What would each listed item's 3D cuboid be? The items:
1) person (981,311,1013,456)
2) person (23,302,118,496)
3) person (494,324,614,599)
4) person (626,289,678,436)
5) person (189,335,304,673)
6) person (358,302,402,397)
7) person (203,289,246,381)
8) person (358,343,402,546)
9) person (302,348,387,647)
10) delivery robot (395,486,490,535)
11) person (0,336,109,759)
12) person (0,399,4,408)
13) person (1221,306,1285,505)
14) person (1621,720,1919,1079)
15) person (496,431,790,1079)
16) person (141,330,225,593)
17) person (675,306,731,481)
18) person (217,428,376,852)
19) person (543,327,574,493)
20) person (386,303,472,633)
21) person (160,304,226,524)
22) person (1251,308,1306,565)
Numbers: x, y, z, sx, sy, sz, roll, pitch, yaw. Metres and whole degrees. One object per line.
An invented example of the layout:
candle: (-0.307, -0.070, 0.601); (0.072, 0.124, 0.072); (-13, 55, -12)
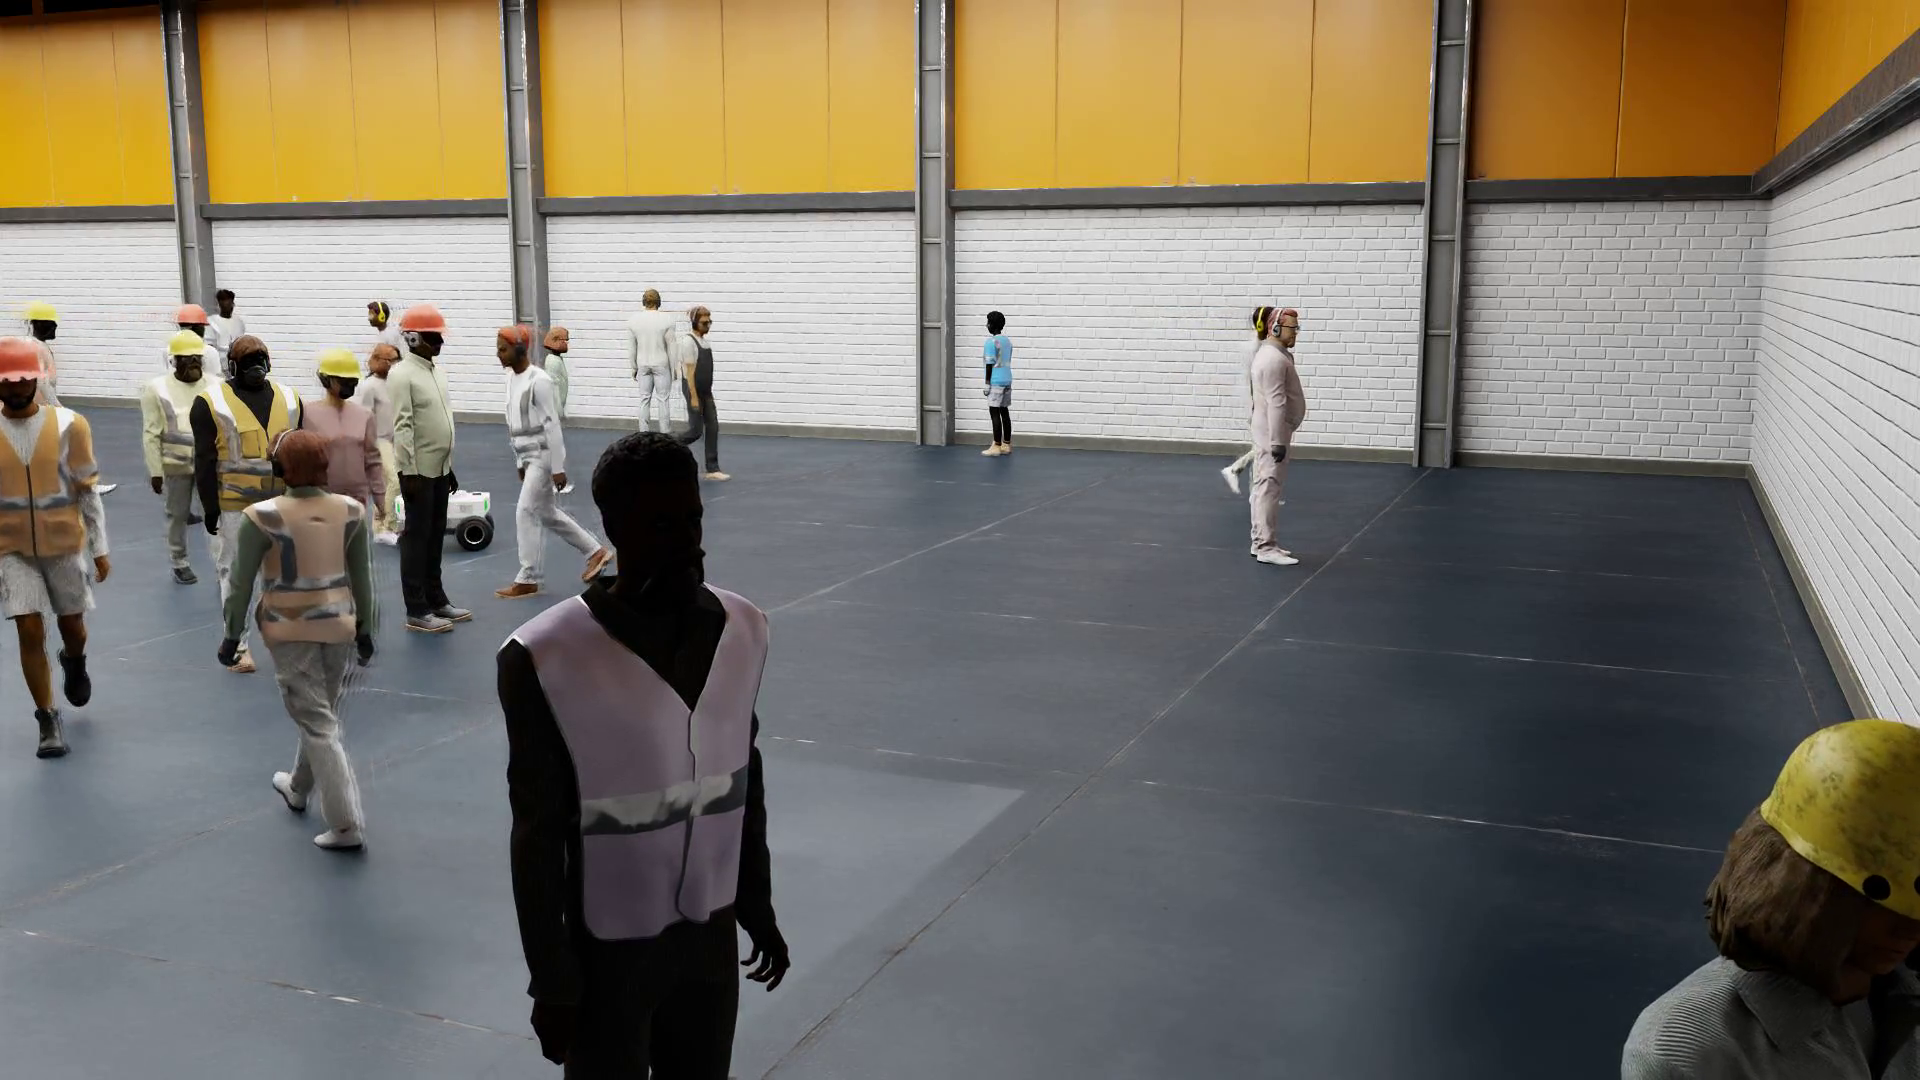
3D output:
person: (0.440, -1.830, 19.490); (0.318, 1.693, 0.530); (5, 11, 27)
person: (-8.427, -1.248, 15.389); (0.963, 1.879, 0.605); (-2, 10, -14)
person: (-2.772, -0.547, 11.265); (0.825, 1.847, 0.611); (-6, 11, -33)
person: (-3.770, -2.116, 20.475); (0.631, 1.940, 0.372); (1, 9, 7)
person: (-3.878, -0.206, 9.192); (0.429, 1.843, 0.630); (9, 13, 42)
person: (-6.374, -1.698, 18.314); (0.973, 1.818, 0.527); (-4, 10, -22)
person: (-9.581, -2.303, 21.632); (0.964, 1.933, 0.596); (8, 12, 40)
person: (-4.497, -0.752, 13.174); (0.558, 1.610, 0.516); (2, 10, 13)
person: (-3.571, -0.230, 9.596); (0.408, 1.748, 0.544); (7, 12, 38)
delivery robot: (-4.055, -0.247, 13.045); (0.707, 0.478, 0.477); (-2, 10, -14)
person: (-4.272, 0.007, 7.710); (0.576, 1.907, 0.778); (-5, 10, -26)
person: (-14.869, -2.997, 25.502); (0.604, 2.042, 0.381); (6, 11, 34)
person: (2.743, -1.244, 15.448); (0.551, 1.856, 0.516); (5, 11, 27)
person: (0.967, 1.046, 1.925); (0.483, 1.736, 0.311); (-4, 10, -24)
person: (-0.591, 0.745, 3.197); (0.392, 1.920, 0.588); (8, 12, 40)
person: (-5.238, -0.535, 11.361); (0.612, 1.782, 0.954); (-8, 13, -41)
person: (-2.753, -1.496, 17.091); (0.708, 1.820, 0.509); (3, 10, 20)
person: (-2.562, 0.371, 6.427); (0.841, 1.595, 0.529); (7, 12, 37)
person: (-3.951, -1.271, 16.308); (0.293, 1.623, 0.495); (-2, 10, -12)
person: (-3.256, -0.442, 10.161); (0.376, 1.995, 0.611); (1, 9, 5)
person: (-6.581, -1.099, 14.493); (0.552, 1.878, 1.004); (4, 10, 22)
person: (2.380, -0.777, 12.466); (0.400, 1.905, 0.643); (1, 9, 5)
